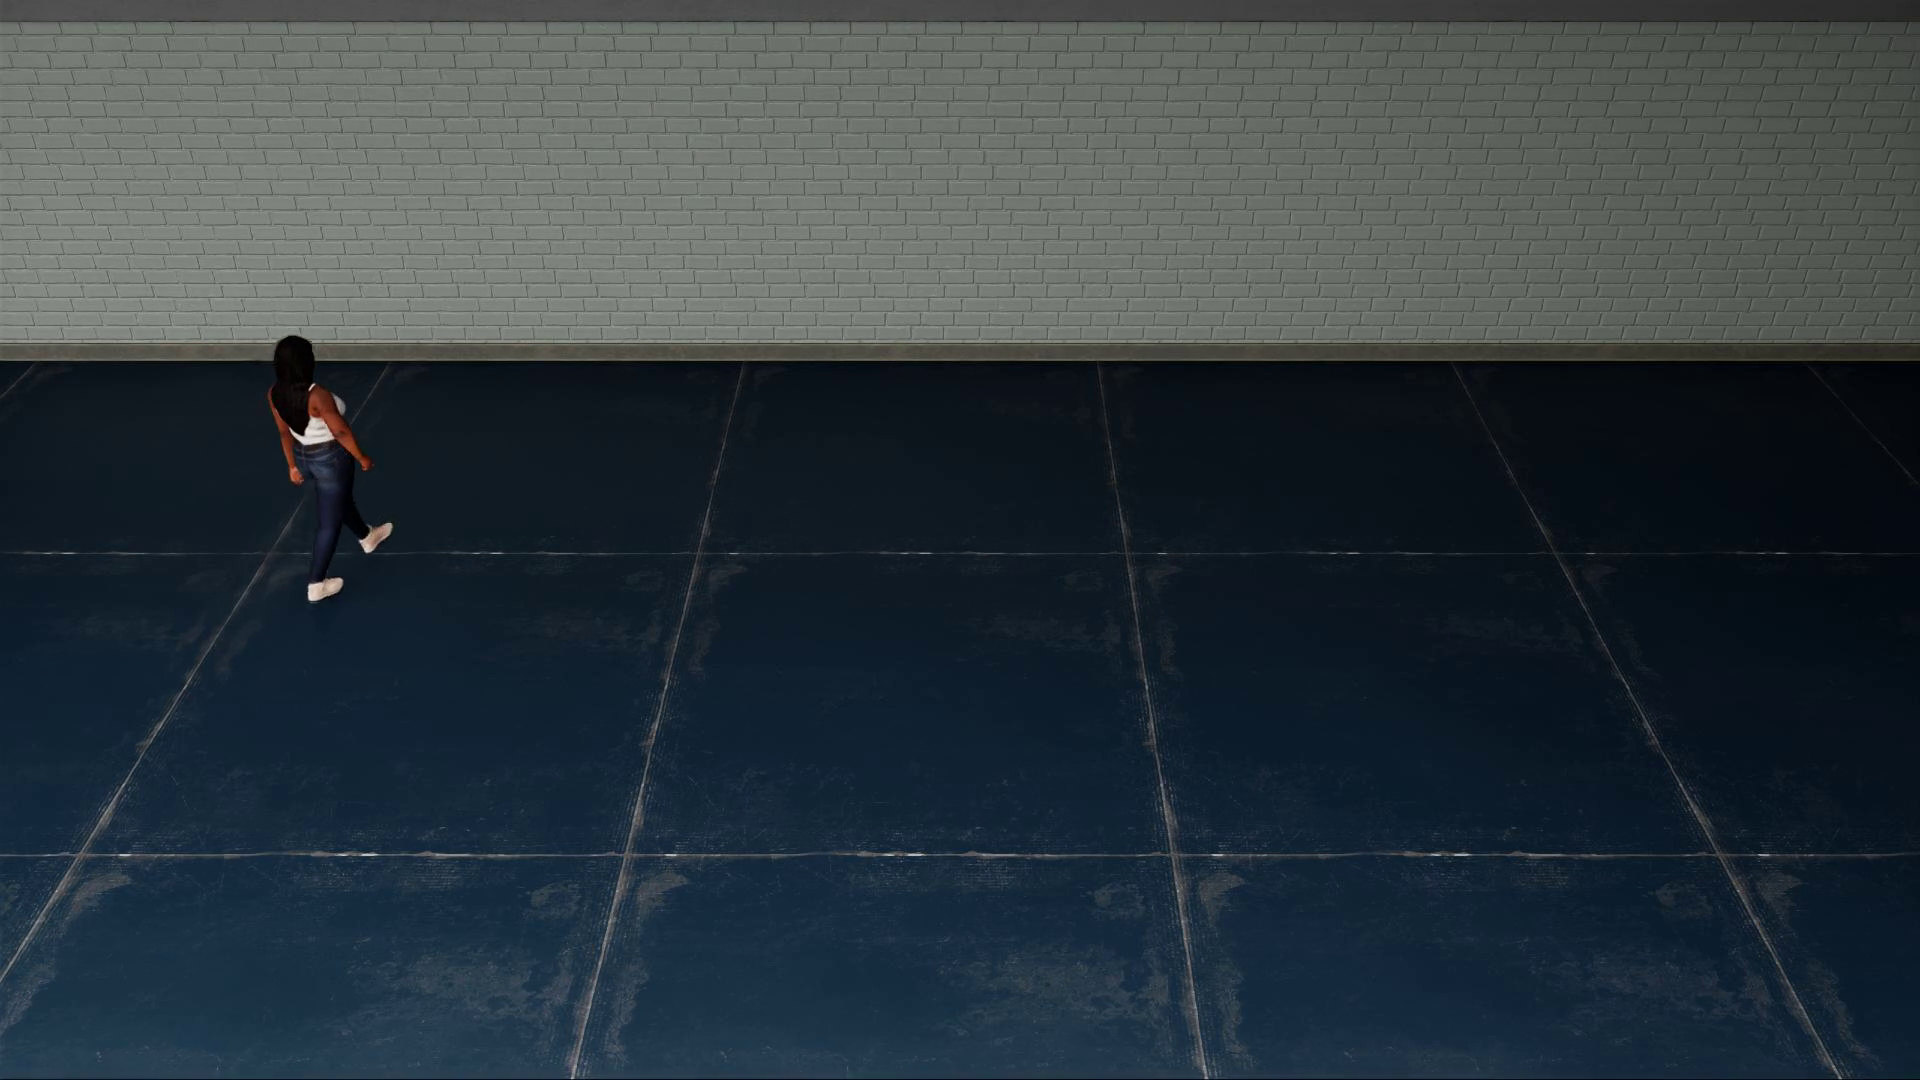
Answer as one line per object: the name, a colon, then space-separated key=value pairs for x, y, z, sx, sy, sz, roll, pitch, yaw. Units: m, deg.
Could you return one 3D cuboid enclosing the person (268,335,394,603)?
person: x=-4.187 y=-0.435 z=10.824 sx=1.025 sy=1.767 sz=1.239 roll=17 pitch=37 yaw=24
